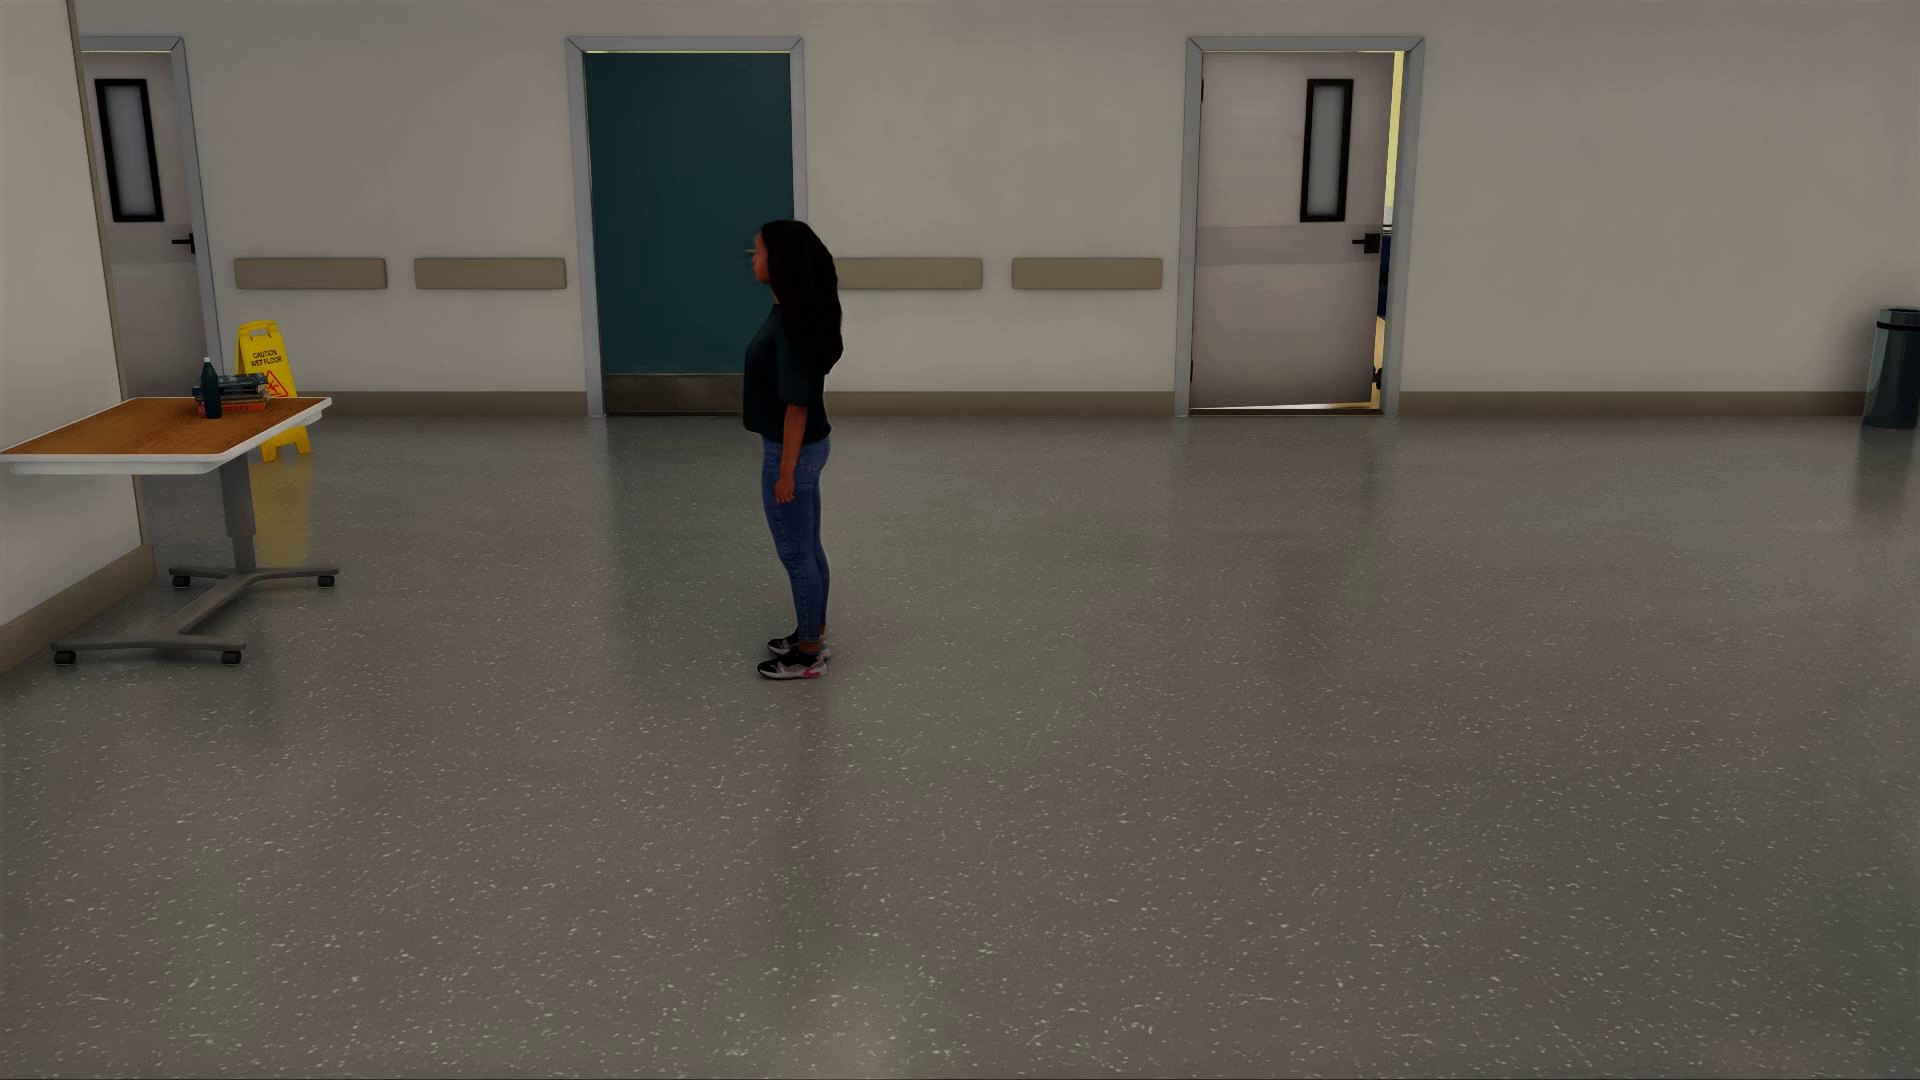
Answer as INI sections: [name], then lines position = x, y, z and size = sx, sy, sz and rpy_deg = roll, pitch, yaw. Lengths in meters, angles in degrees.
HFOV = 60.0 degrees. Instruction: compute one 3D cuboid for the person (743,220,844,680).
[person]
position = -0.584, -0.315, 5.890
size = 0.601, 1.616, 0.606
rpy_deg = 1, 16, 4
